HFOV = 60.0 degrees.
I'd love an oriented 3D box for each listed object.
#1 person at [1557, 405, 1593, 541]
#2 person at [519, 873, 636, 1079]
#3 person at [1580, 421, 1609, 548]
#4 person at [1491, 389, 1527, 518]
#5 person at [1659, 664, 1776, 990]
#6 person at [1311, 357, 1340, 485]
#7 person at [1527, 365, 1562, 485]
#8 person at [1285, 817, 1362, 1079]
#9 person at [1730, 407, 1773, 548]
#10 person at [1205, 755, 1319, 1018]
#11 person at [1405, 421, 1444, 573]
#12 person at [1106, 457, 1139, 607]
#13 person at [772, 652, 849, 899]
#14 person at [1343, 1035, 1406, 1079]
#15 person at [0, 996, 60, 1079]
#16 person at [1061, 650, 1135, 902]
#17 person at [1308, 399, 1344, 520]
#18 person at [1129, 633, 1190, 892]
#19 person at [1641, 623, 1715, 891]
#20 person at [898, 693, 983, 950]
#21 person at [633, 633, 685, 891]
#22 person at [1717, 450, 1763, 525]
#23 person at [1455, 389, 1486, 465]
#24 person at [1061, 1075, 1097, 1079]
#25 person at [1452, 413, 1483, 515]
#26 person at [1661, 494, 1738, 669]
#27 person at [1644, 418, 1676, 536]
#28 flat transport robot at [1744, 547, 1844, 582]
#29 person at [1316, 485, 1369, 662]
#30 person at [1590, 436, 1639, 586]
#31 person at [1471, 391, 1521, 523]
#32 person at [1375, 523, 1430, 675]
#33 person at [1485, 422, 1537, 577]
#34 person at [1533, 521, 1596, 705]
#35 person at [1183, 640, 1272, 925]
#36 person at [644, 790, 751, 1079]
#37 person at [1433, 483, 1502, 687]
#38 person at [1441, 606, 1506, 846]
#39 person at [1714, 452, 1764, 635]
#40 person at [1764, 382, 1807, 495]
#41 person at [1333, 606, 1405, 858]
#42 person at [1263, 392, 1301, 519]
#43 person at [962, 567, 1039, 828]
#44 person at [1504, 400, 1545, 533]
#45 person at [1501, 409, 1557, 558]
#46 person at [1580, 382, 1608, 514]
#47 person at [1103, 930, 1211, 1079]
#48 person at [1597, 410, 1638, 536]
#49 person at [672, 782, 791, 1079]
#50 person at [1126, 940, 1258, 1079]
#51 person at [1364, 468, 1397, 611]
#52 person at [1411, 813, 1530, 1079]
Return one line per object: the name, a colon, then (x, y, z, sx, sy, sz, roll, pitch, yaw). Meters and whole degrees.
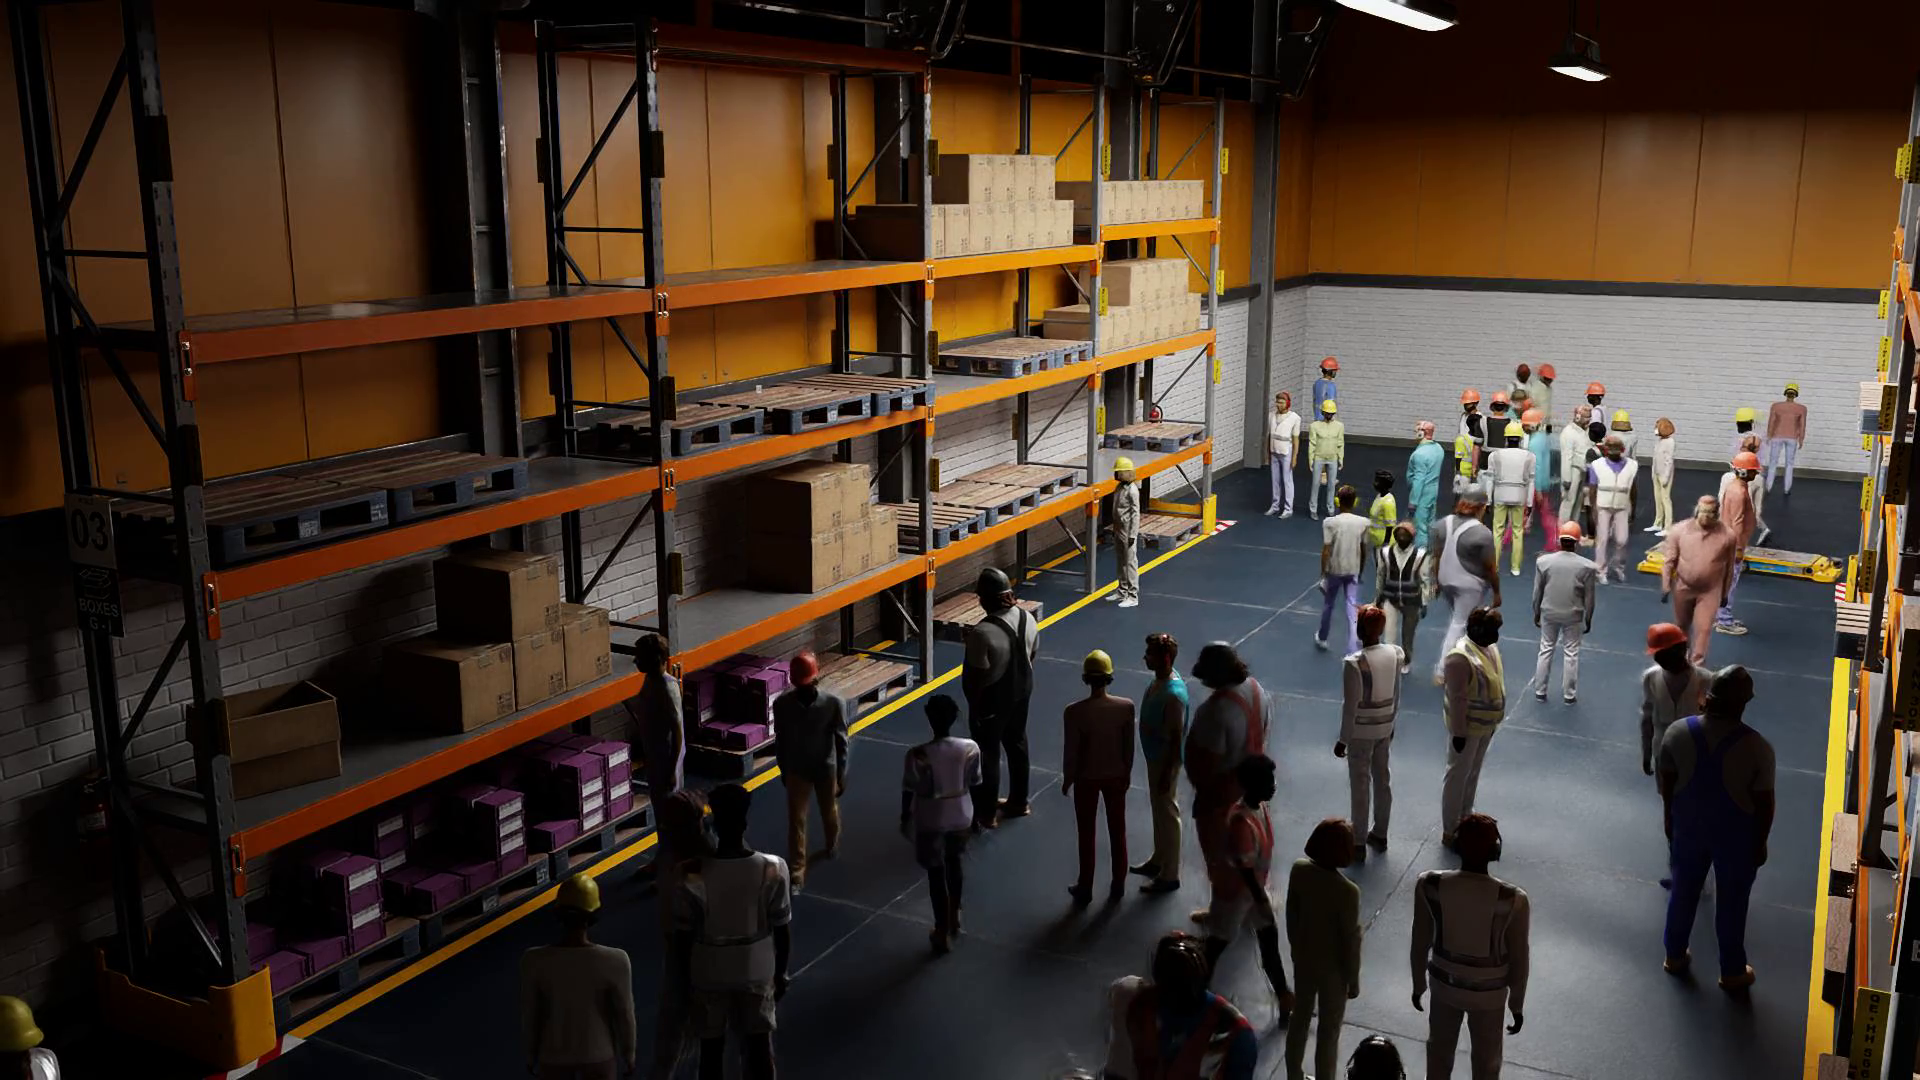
person: (8.297, -0.880, 22.391, 0.400, 1.895, 0.651, 12, 17, 42)
person: (-1.801, 2.427, 7.896, 0.533, 1.754, 0.340, -1, 13, -5)
person: (8.490, -0.738, 22.194, 0.539, 1.690, 0.323, -11, 17, -40)
person: (8.050, -1.254, 24.038, 0.410, 1.912, 0.653, -4, 13, -18)
person: (4.700, 1.744, 10.299, 0.679, 2.000, 0.537, 12, 17, 44)
person: (5.871, -1.909, 26.651, 0.375, 2.044, 0.604, -4, 13, -17)
person: (9.338, -1.860, 26.696, 0.697, 1.918, 1.021, -12, 17, -43)
person: (1.945, 2.261, 8.902, 0.277, 1.632, 0.502, -8, 15, -31)
person: (10.460, -0.806, 22.051, 0.598, 1.901, 0.728, -6, 14, -25)
person: (1.745, 2.062, 9.728, 0.811, 1.656, 0.535, 7, 14, 29)
person: (5.779, -0.545, 20.851, 0.402, 1.906, 0.652, 10, 16, 38)
person: (1.885, -0.096, 19.210, 0.322, 1.742, 0.493, -5, 13, -20)
person: (-1.043, 1.576, 11.811, 0.556, 1.712, 0.885, 1, 13, 3)
person: (1.558, 2.746, 6.391, 0.496, 1.782, 0.972, 3, 13, 15)
person: (-3.771, 2.668, 6.652, 0.403, 1.826, 0.591, 4, 13, 18)
person: (0.947, 1.622, 11.473, 0.526, 1.765, 0.329, -3, 13, -14)
person: (5.256, -1.149, 23.892, 0.525, 1.760, 0.341, -1, 13, -5)
person: (1.429, 1.543, 11.635, 0.389, 1.848, 0.563, -1, 13, -4)
person: (5.046, 1.528, 11.675, 0.627, 1.862, 0.691, 10, 16, 37)
person: (-0.147, 1.805, 10.851, 0.538, 1.677, 0.552, -6, 14, -24)
person: (-2.097, 1.543, 11.654, 0.327, 1.838, 0.516, -7, 14, -28)
person: (9.567, -0.308, 20.449, 0.521, 1.617, 0.433, 1, 13, 4)
person: (7.256, -1.195, 23.716, 0.387, 1.929, 0.545, -5, 14, -22)
person: (0.438, 2.800, 5.876, 0.658, 1.900, 0.924, -4, 13, -17)
person: (7.046, -0.918, 23.015, 0.532, 1.694, 0.319, -6, 14, -26)
person: (7.303, 0.453, 16.462, 0.645, 1.883, 0.866, 6, 14, 26)
person: (9.699, -0.875, 22.979, 0.291, 1.625, 0.494, -1, 13, -3)
flat transport robot: (10.232, 0.279, 20.857, 1.431, 0.197, 0.652, 10, 16, 37)
person: (3.931, 0.337, 17.116, 0.535, 1.817, 1.002, -1, 13, -3)
person: (7.929, -0.362, 20.222, 0.591, 1.820, 0.439, 2, 13, 10)
person: (7.297, -1.013, 22.683, 0.611, 2.030, 0.410, 4, 13, 15)
person: (4.348, 0.613, 16.368, 0.536, 1.588, 0.853, 5, 14, 22)
person: (6.812, -0.502, 20.638, 0.589, 1.919, 0.395, 3, 13, 13)
person: (5.699, 0.683, 15.712, 0.564, 1.745, 0.348, 7, 14, 29)
person: (1.787, 1.556, 11.143, 0.534, 2.000, 0.831, 10, 16, 38)
person: (-1.406, 2.189, 8.729, 0.990, 1.850, 0.655, -12, 17, -43)
person: (5.015, 0.396, 16.337, 0.987, 2.000, 0.690, -6, 14, -24)
person: (3.826, 1.383, 12.384, 0.430, 1.839, 0.619, 10, 16, 39)
person: (8.454, 0.022, 18.115, 0.381, 1.994, 0.613, 4, 13, 17)
person: (12.807, -1.573, 25.805, 0.531, 1.755, 0.341, 5, 14, 22)
person: (2.988, 1.399, 12.201, 0.573, 1.883, 0.356, -8, 15, -32)
person: (4.683, -1.229, 24.081, 0.388, 1.837, 0.563, -9, 15, -35)
person: (0.262, 1.185, 12.803, 0.682, 2.000, 0.535, -12, 17, -44)
person: (7.807, -1.002, 23.003, 0.621, 1.866, 0.381, -3, 13, -11)
person: (7.353, -0.726, 21.571, 0.984, 1.939, 0.627, 8, 15, 30)
person: (9.252, -1.343, 24.357, 0.366, 1.935, 0.552, 7, 15, 30)
person: (0.811, 2.566, 7.211, 0.661, 1.821, 0.587, -10, 16, -37)
person: (9.062, -0.922, 22.925, 0.483, 1.738, 0.321, -3, 13, -12)
person: (-1.156, 2.189, 8.512, 0.599, 1.958, 0.380, -3, 13, -13)
person: (0.943, 2.564, 7.114, 0.624, 1.834, 0.432, 9, 15, 34)
person: (4.765, 0.029, 18.753, 0.321, 1.697, 0.535, 1, 13, 4)
person: (2.540, 2.265, 8.318, 0.573, 1.887, 0.356, 6, 14, 27)
